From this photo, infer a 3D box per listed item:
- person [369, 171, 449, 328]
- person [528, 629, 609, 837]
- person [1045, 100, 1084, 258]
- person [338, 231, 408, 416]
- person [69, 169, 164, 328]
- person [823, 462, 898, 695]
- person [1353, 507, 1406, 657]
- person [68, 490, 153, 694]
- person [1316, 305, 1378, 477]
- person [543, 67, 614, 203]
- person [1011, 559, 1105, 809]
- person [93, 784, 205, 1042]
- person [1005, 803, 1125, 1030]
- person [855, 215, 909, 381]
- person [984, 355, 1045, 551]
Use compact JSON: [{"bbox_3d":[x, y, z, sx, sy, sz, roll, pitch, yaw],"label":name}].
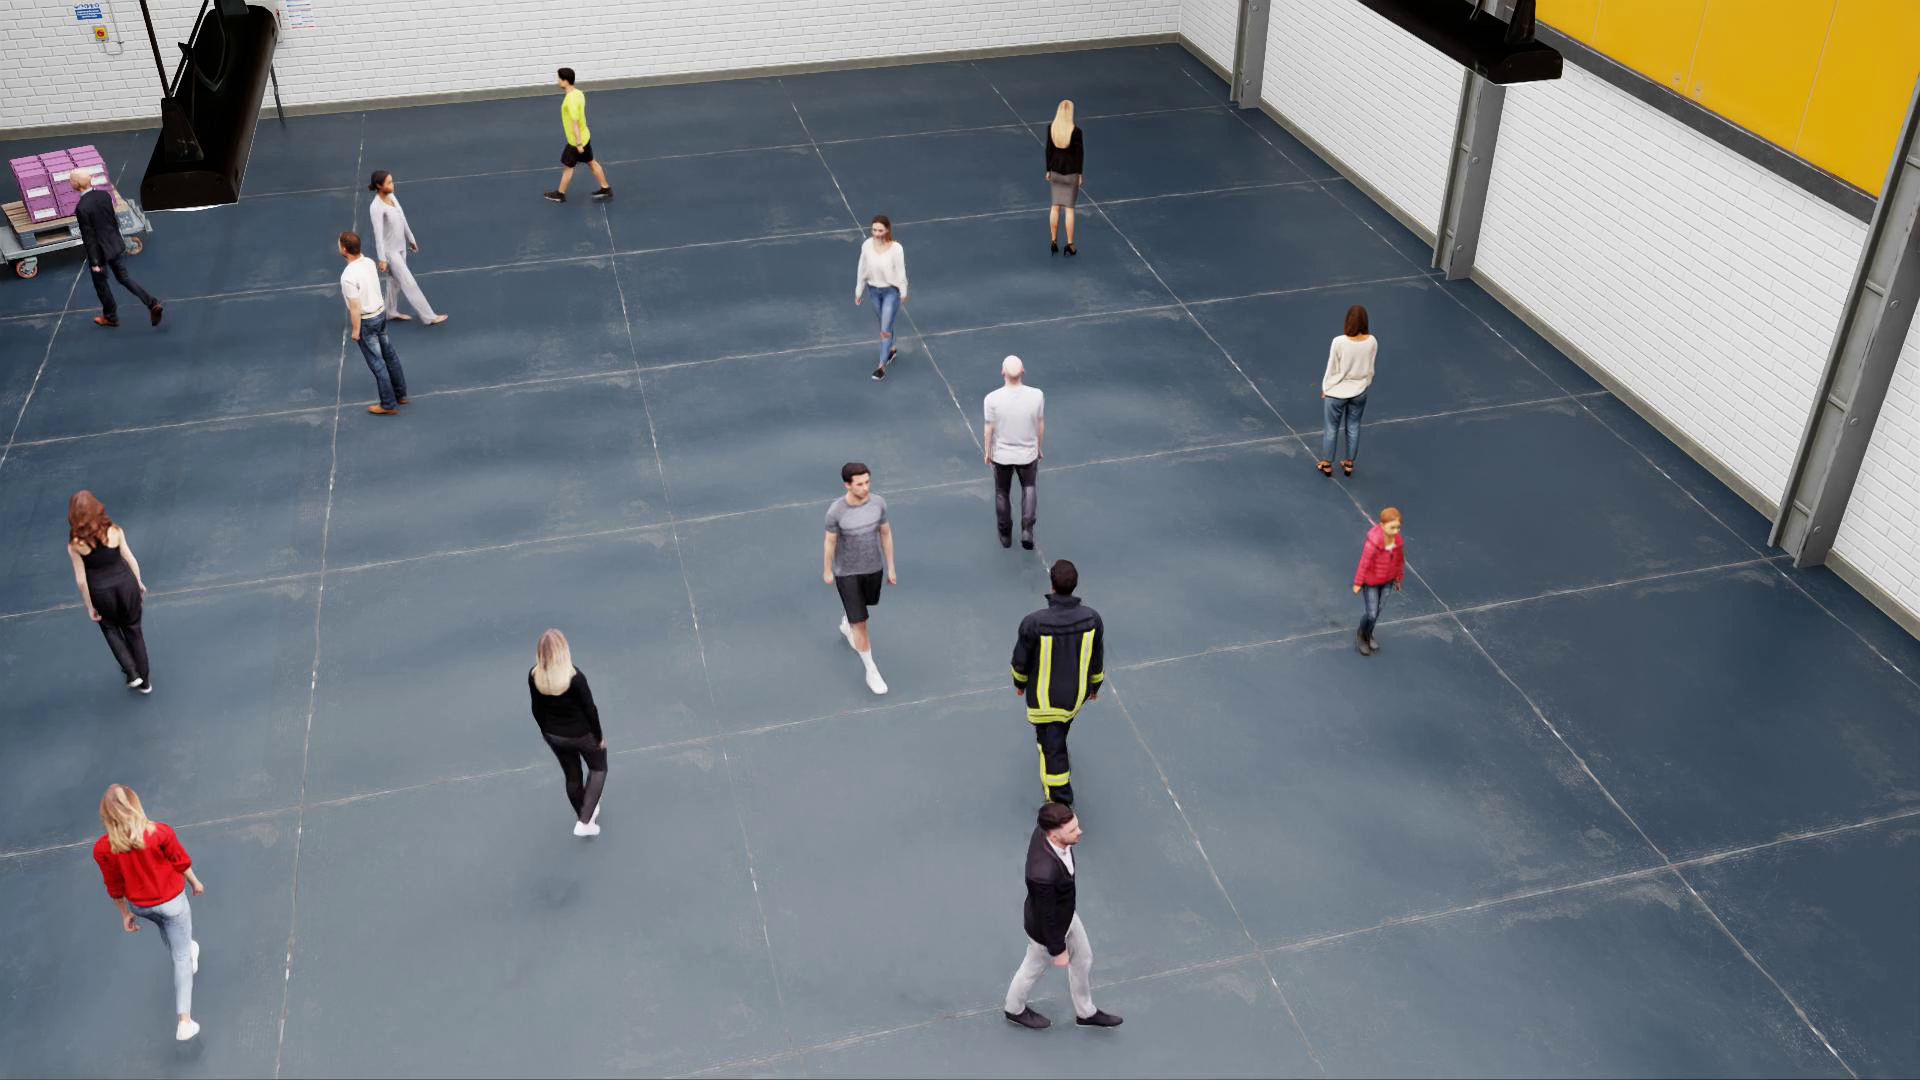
[{"bbox_3d":[-6.069,-3.071,17.590,0.955,1.704,1.051,3,34,5],"label":"person"},{"bbox_3d":[-2.591,1.344,10.970,0.773,1.680,0.825,6,34,9],"label":"person"},{"bbox_3d":[1.188,-4.142,19.076,0.691,1.843,0.734,14,36,20],"label":"person"},{"bbox_3d":[-5.659,-2.092,15.983,0.805,1.853,0.676,8,34,11],"label":"person"},{"bbox_3d":[-8.913,-3.036,17.469,1.112,1.780,1.159,9,35,14],"label":"person"},{"bbox_3d":[-0.809,0.167,12.604,0.856,1.831,1.263,-17,37,-24],"label":"person"},{"bbox_3d":[3.210,0.279,12.908,0.550,1.307,0.529,-12,36,-18],"label":"person"},{"bbox_3d":[-6.230,0.438,12.284,0.696,1.735,0.774,-21,39,-29],"label":"person"},{"bbox_3d":[3.488,-1.336,15.005,0.631,1.678,0.570,-5,34,-8],"label":"person"},{"bbox_3d":[-4.625,-4.959,20.466,0.901,1.665,1.076,0,34,1],"label":"person"},{"bbox_3d":[0.673,1.035,11.248,0.802,1.888,1.173,-7,34,-10],"label":"person"},{"bbox_3d":[-4.682,2.177,9.727,0.643,1.668,1.124,-7,34,-10],"label":"person"},{"bbox_3d":[0.418,2.190,9.576,1.005,1.813,1.021,8,34,12],"label":"person"},{"bbox_3d":[-0.745,-2.511,16.793,0.996,1.654,1.095,14,36,20],"label":"person"},{"bbox_3d":[0.463,-0.670,13.870,0.736,1.824,0.887,-3,34,-5],"label":"person"}]
